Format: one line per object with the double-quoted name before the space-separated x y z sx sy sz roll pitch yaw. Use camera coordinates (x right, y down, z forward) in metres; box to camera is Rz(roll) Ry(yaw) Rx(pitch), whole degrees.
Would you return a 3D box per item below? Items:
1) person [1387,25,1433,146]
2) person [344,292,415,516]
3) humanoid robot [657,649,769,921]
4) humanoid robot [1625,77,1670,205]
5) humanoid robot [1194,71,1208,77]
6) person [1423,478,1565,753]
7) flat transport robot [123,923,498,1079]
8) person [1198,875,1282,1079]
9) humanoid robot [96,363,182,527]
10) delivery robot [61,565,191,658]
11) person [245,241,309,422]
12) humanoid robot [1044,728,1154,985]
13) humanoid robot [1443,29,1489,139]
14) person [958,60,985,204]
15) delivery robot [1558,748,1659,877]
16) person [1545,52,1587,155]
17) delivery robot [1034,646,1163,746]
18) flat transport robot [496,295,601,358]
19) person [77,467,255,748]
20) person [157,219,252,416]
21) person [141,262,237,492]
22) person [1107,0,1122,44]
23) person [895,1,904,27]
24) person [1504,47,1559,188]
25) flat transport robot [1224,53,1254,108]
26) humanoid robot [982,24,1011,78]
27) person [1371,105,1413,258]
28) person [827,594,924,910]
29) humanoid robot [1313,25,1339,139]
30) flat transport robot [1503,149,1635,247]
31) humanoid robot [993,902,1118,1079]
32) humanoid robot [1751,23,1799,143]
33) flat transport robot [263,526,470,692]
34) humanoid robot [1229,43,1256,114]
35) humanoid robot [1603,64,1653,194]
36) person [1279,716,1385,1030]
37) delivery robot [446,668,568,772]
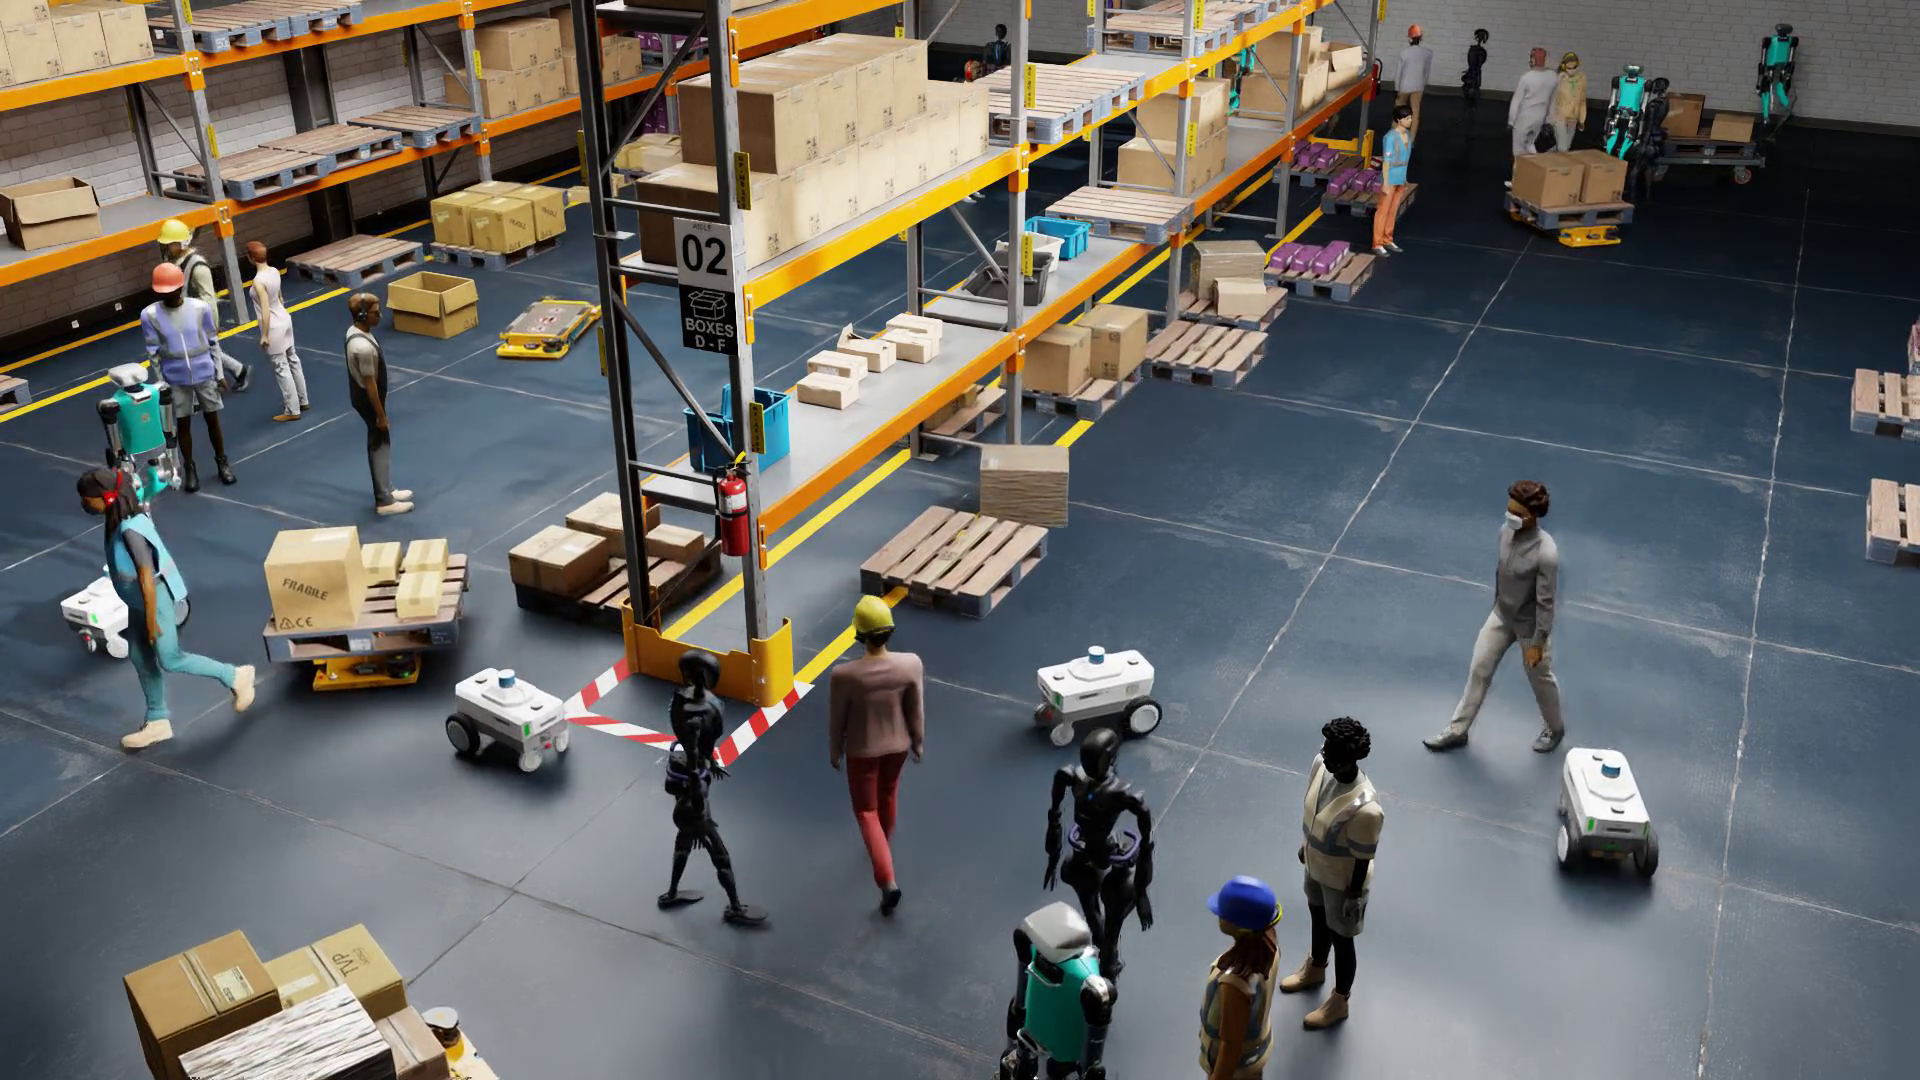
"person" 6.739 -6.828 24.935 0.557 1.720 0.797 0 26 1
"person" -4.638 -1.077 13.190 0.355 1.837 0.509 -11 28 -21
"humanoid robot" -1.337 1.262 8.656 0.616 1.637 0.595 -1 26 -2
"humanoid robot" 8.993 -5.183 21.658 0.339 1.653 0.615 18 31 31
"humanoid robot" 3.253 -6.102 23.574 0.613 1.637 0.762 21 33 36
"person" 3.410 0.478 10.037 0.896 1.859 0.579 -10 28 -20
"flat transport robot" -2.829 2.632 7.462 1.431 0.231 0.659 -20 32 -34
"person" 1.117 2.105 6.821 0.300 1.781 0.478 12 29 22
"humanoid robot" -6.016 -0.438 12.129 0.767 1.864 0.531 16 31 30
"delivery robot" -5.812 0.441 11.549 0.518 0.580 0.739 11 28 21
"person" -6.188 -1.887 15.020 0.274 1.656 0.453 1 26 2
"humanoid robot" 0.657 1.603 7.982 0.601 1.625 0.710 16 31 29
"humanoid robot" 7.663 -6.887 25.125 0.632 1.639 0.616 1 26 2
"person" 0.104 -5.373 21.868 0.379 1.835 0.562 11 28 21
"delivery robot" 3.637 1.527 9.391 0.499 0.612 0.796 4 27 7
"person" 8.145 -5.714 22.556 0.575 1.835 0.825 -9 28 -18
"delivery robot" 0.883 0.954 10.535 0.775 0.601 0.499 -10 28 -19
"flat transport robot" -4.244 -2.208 17.237 0.659 0.231 1.431 3 26 6
"person" -4.911 0.379 10.245 0.777 1.844 0.575 -22 34 -37
"person" -6.988 -2.081 15.253 0.590 1.801 0.797 22 34 37
"person" -6.297 -1.337 13.604 0.547 1.933 0.371 -14 30 -26
"person" 2.641 -8.996 29.077 0.409 1.931 0.534 -7 27 -14
"person" -0.995 -9.507 30.226 0.365 1.827 0.507 14 30 26
"person" 7.643 -5.665 22.394 0.660 1.887 0.444 -10 28 -20
"flat transport robot" 4.765 -6.940 26.796 1.431 0.231 0.659 21 33 36
"humanoid robot" 0.592 -6.979 25.299 0.609 1.645 0.475 9 28 18
"person" 5.143 -4.250 19.674 0.495 1.768 0.324 -23 35 -38
"person" -0.425 1.119 8.868 0.520 1.740 0.778 -10 28 -19
"humanoid robot" 5.378 -6.626 24.530 0.770 1.809 0.531 18 32 32
"flat transport robot" 7.544 -3.938 20.732 0.659 0.231 1.431 -6 27 -12
"humanoid robot" 0.210 2.285 6.540 0.723 1.805 0.530 -17 31 -31
"humanoid robot" 12.142 -6.692 24.669 0.539 1.799 0.835 -1 26 -3
"flat transport robot" -4.044 0.601 11.564 0.659 0.231 1.431 -4 27 -9
"humanoid robot" 4.037 -6.744 24.822 0.773 1.836 0.538 4 27 8
"humanoid robot" 8.633 -5.351 21.787 0.533 1.672 0.735 19 32 33
"person" 1.798 1.578 7.990 0.319 1.693 0.531 -8 27 -16
"delivery robot" -2.782 1.070 10.291 0.763 0.591 0.522 18 32 32
